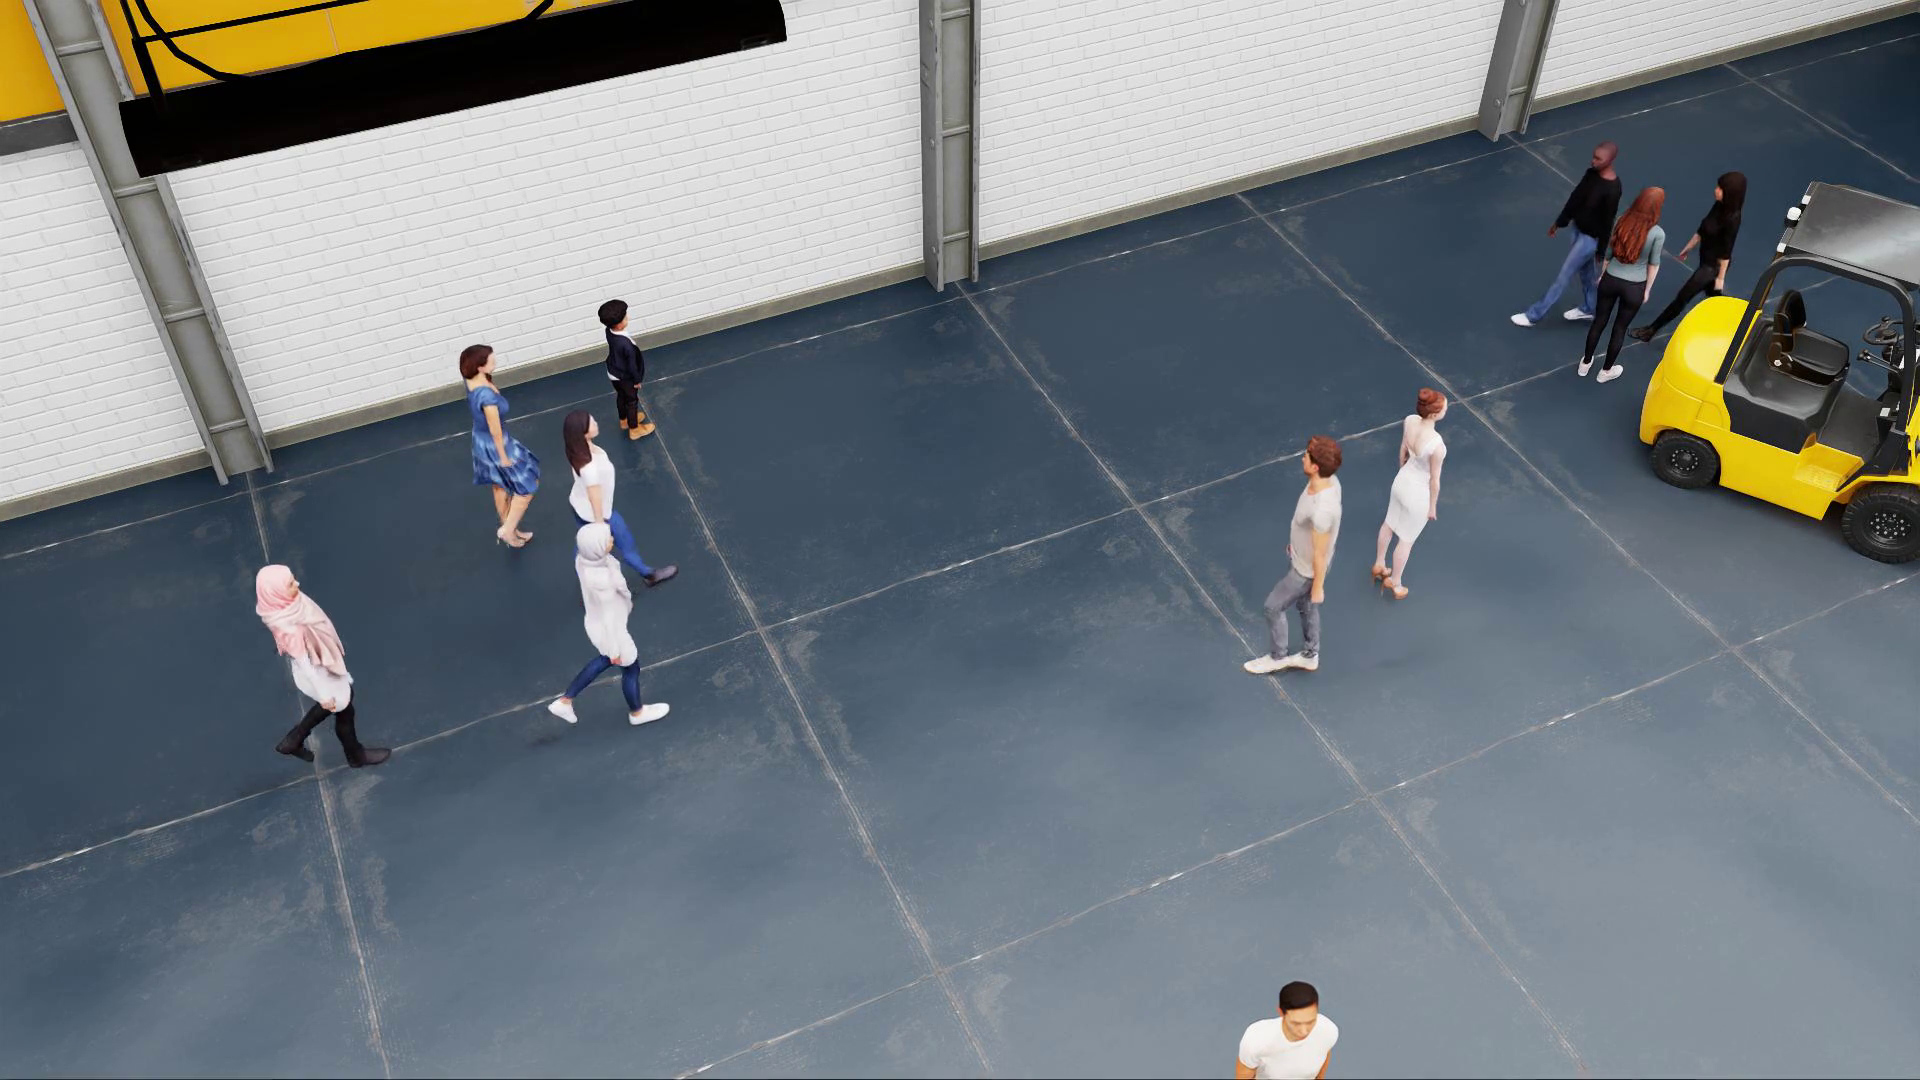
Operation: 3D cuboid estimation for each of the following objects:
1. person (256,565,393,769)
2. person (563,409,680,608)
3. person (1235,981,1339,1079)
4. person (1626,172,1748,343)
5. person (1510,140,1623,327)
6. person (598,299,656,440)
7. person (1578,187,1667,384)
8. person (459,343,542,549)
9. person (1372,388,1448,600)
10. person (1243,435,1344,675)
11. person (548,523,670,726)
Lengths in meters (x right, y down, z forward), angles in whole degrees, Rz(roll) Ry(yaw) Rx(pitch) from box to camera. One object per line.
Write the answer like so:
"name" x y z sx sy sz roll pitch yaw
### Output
"person" -3.966 0.835 10.054 0.877 1.790 0.656 -15 46 -15
"person" -2.537 -0.156 11.185 0.957 1.663 0.705 -24 49 -23
"person" 1.540 2.687 8.099 0.532 1.804 0.731 -10 45 -10
"person" 6.123 -2.210 13.391 1.161 1.594 0.952 4 44 4
"person" 5.204 -2.494 13.606 1.134 1.709 0.814 -5 44 -5
"person" -2.581 -1.316 12.722 0.548 1.223 0.546 -30 51 -28
"person" 5.209 -2.001 13.064 0.657 1.743 0.665 31 52 28
"person" -3.285 -0.588 11.545 0.757 1.793 0.729 -29 51 -27
"person" 3.049 -0.314 11.261 0.484 1.789 0.582 -15 46 -15
"person" 2.333 0.159 10.712 0.915 1.861 0.864 6 44 6
"person" -2.268 0.582 10.341 0.959 1.759 0.619 -19 47 -19
